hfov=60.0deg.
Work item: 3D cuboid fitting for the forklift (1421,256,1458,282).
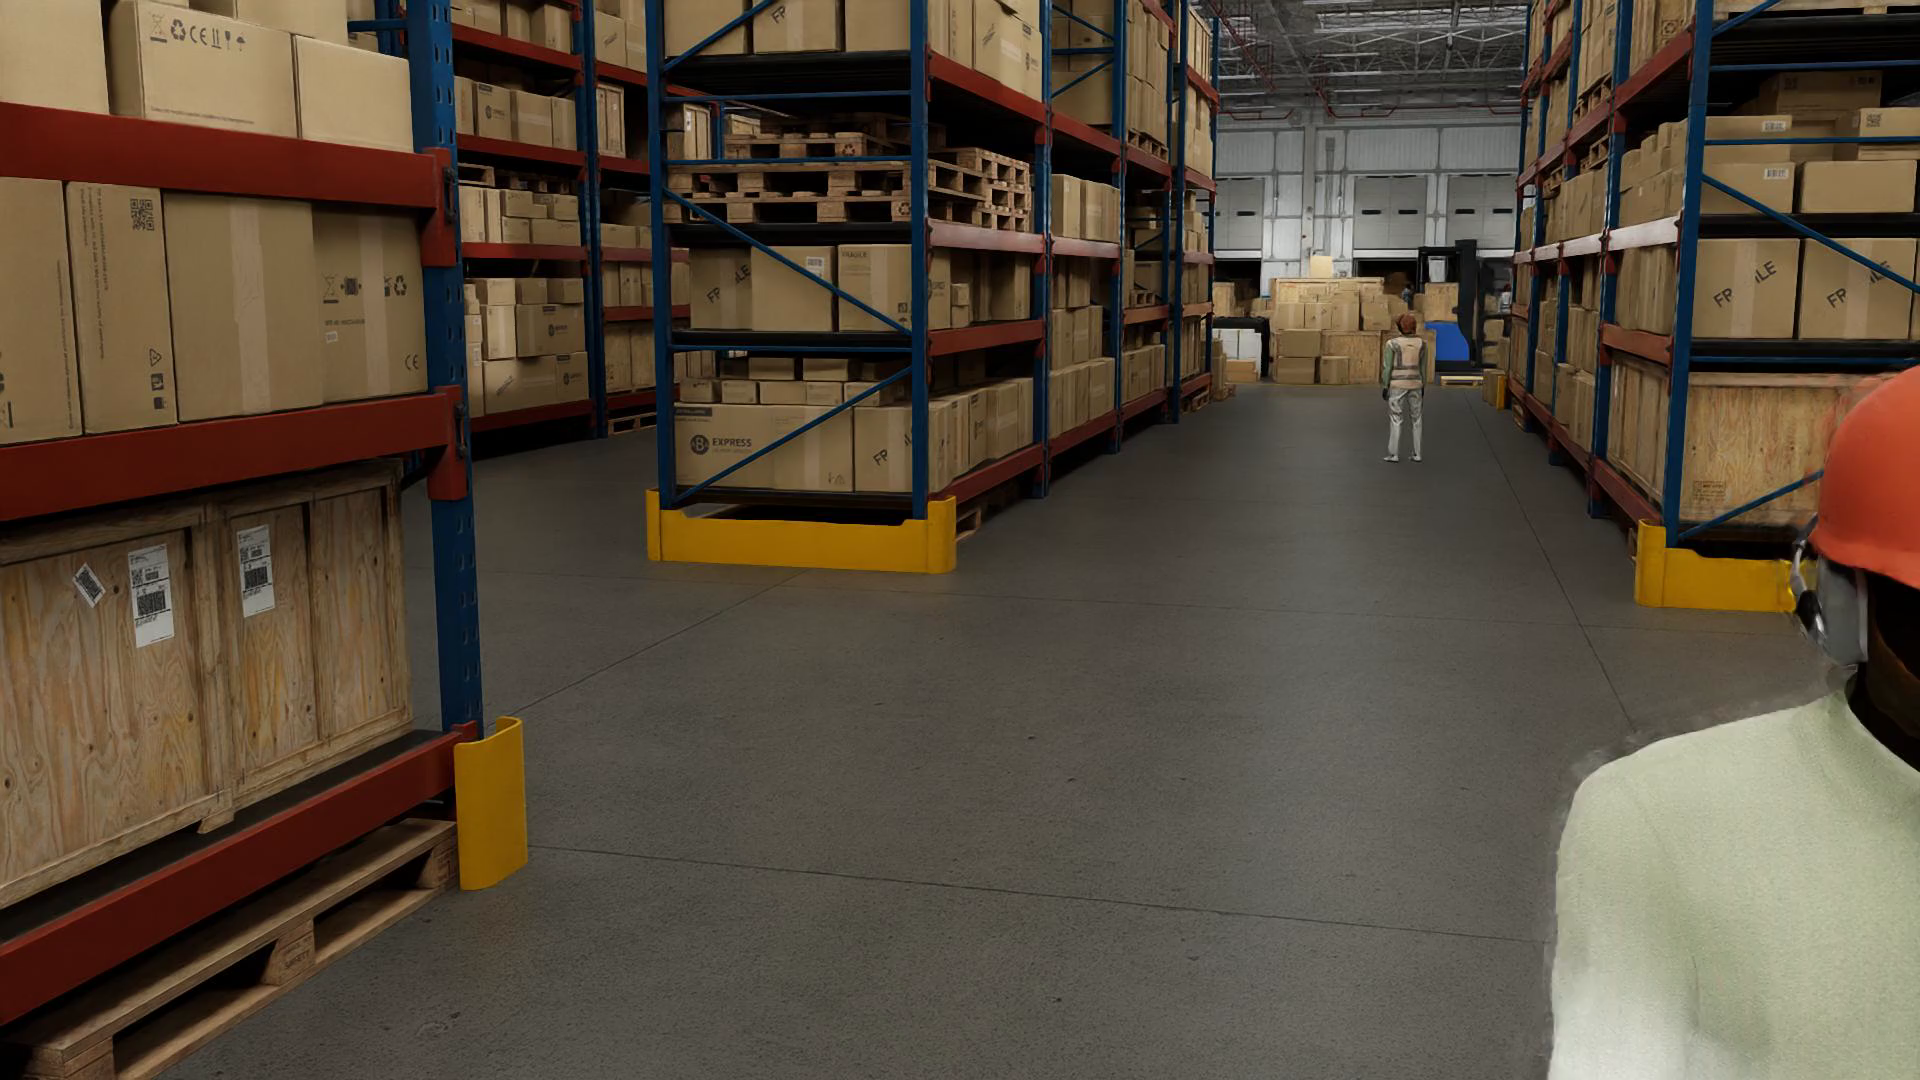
[{"bbox_3d":[12.201,-6.084,42.428,1.129,2.768,1.873,2,9,15],"label":"forklift"}]

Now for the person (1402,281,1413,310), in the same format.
[{"bbox_3d":[15.042,-7.751,55.996,0.362,1.938,0.631,1,9,5],"label":"person"}]

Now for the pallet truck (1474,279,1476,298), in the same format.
[{"bbox_3d":[18.896,-8.459,60.307,1.885,1.965,0.823,5,10,31],"label":"pallet truck"}]

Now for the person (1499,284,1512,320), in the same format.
[{"bbox_3d":[18.478,-7.744,56.251,0.876,1.855,0.579,-9,12,-44],"label":"person"}]

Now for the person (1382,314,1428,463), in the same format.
[{"bbox_3d":[4.897,-1.662,18.303,0.512,1.629,0.316,-2,9,-11],"label":"person"}]

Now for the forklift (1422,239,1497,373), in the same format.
[{"bbox_3d":[10.570,-4.889,34.835,1.873,2.768,1.129,2,9,15],"label":"forklift"}]

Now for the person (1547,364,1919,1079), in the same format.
[{"bbox_3d":[0.804,0.829,1.430,0.615,1.949,0.958,2,9,10],"label":"person"}]
